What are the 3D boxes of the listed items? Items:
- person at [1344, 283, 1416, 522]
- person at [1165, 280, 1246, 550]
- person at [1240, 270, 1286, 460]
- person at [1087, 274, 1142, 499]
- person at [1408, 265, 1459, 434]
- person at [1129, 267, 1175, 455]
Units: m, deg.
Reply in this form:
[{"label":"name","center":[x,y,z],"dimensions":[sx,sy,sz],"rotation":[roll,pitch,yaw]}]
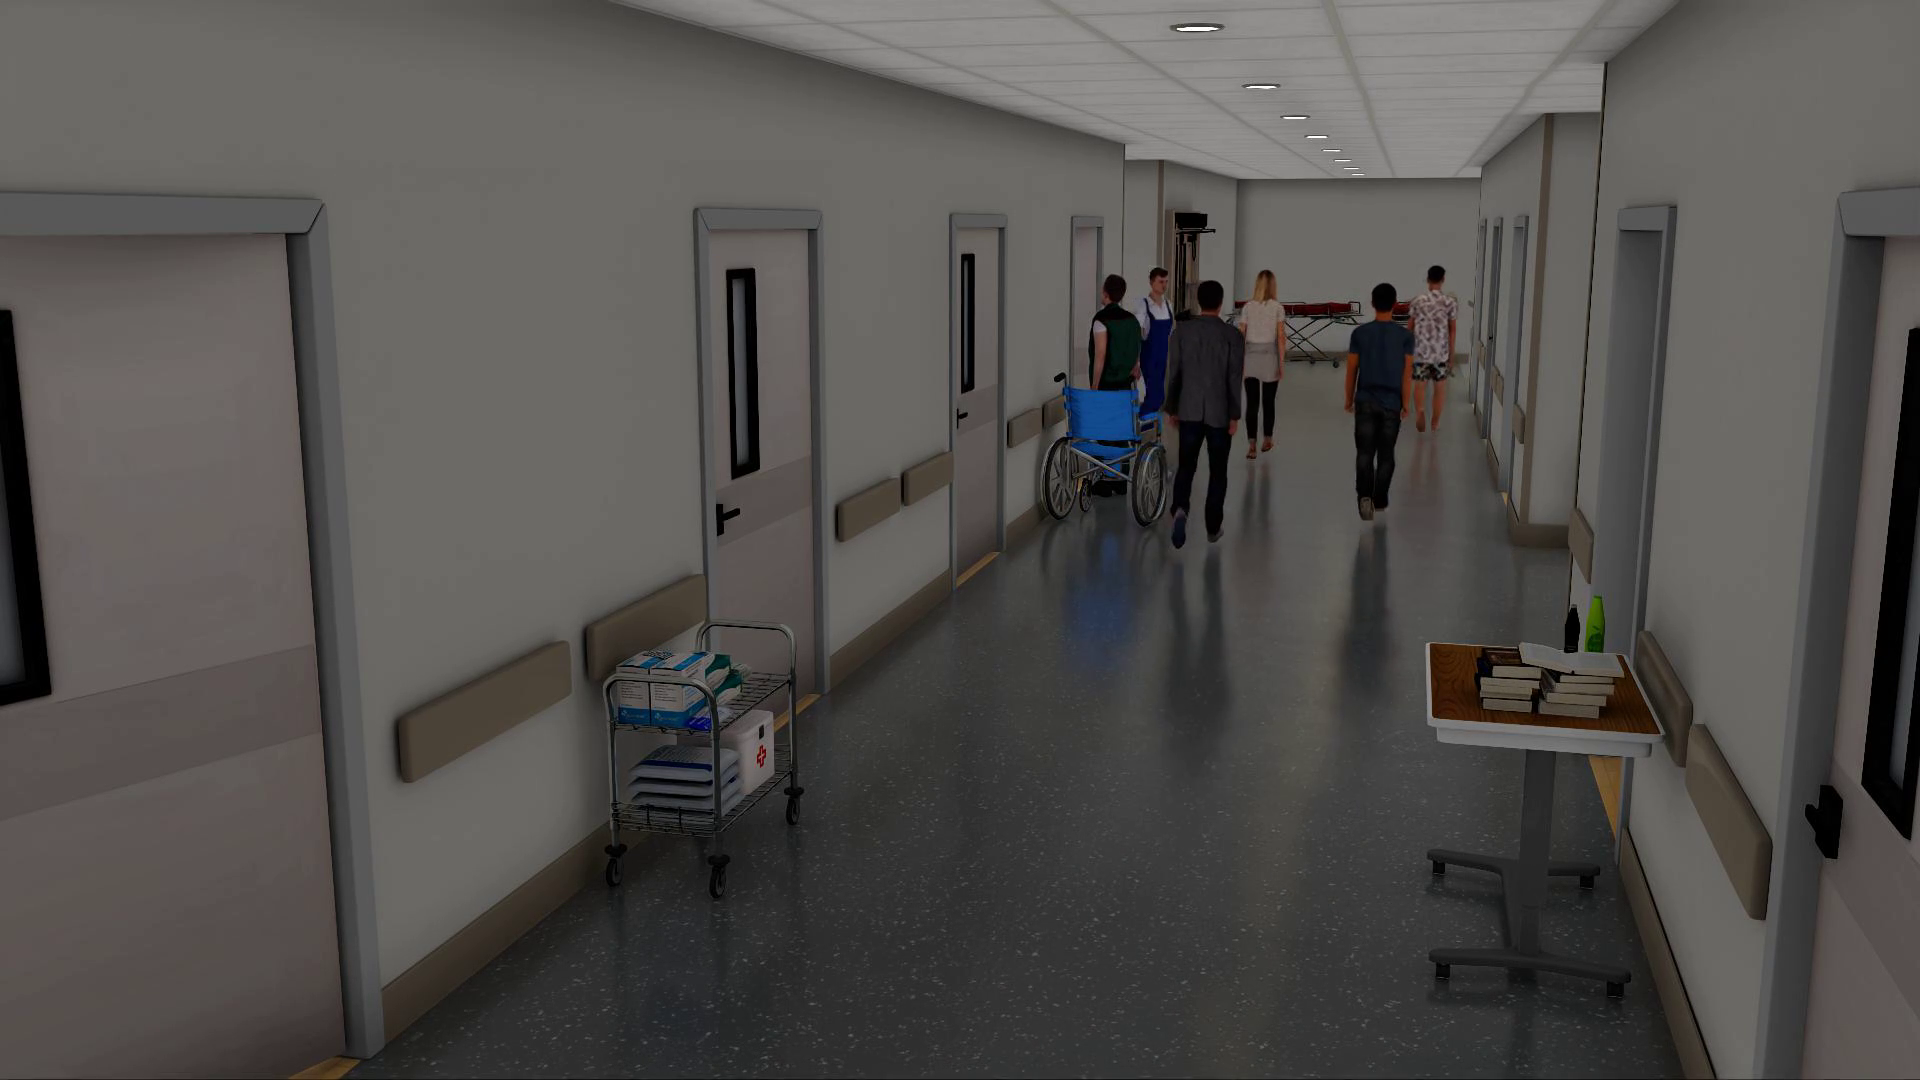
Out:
[{"label":"person","center":[3.166,-1.011,12.593],"dimensions":[0.694,1.772,1.165],"rotation":[3,11,17]},{"label":"person","center":[1.684,-0.845,11.521],"dimensions":[0.698,1.846,1.108],"rotation":[3,11,16]},{"label":"person","center":[2.836,-1.613,15.764],"dimensions":[0.633,1.773,1.152],"rotation":[2,11,12]},{"label":"person","center":[1.255,-1.292,13.876],"dimensions":[0.800,1.843,0.699],"rotation":[10,15,44]},{"label":"person","center":[5.075,-2.029,17.905],"dimensions":[0.697,1.793,1.002],"rotation":[3,11,18]},{"label":"person","center":[1.828,-1.742,16.279],"dimensions":[0.786,1.835,0.842],"rotation":[-9,14,-41]}]
